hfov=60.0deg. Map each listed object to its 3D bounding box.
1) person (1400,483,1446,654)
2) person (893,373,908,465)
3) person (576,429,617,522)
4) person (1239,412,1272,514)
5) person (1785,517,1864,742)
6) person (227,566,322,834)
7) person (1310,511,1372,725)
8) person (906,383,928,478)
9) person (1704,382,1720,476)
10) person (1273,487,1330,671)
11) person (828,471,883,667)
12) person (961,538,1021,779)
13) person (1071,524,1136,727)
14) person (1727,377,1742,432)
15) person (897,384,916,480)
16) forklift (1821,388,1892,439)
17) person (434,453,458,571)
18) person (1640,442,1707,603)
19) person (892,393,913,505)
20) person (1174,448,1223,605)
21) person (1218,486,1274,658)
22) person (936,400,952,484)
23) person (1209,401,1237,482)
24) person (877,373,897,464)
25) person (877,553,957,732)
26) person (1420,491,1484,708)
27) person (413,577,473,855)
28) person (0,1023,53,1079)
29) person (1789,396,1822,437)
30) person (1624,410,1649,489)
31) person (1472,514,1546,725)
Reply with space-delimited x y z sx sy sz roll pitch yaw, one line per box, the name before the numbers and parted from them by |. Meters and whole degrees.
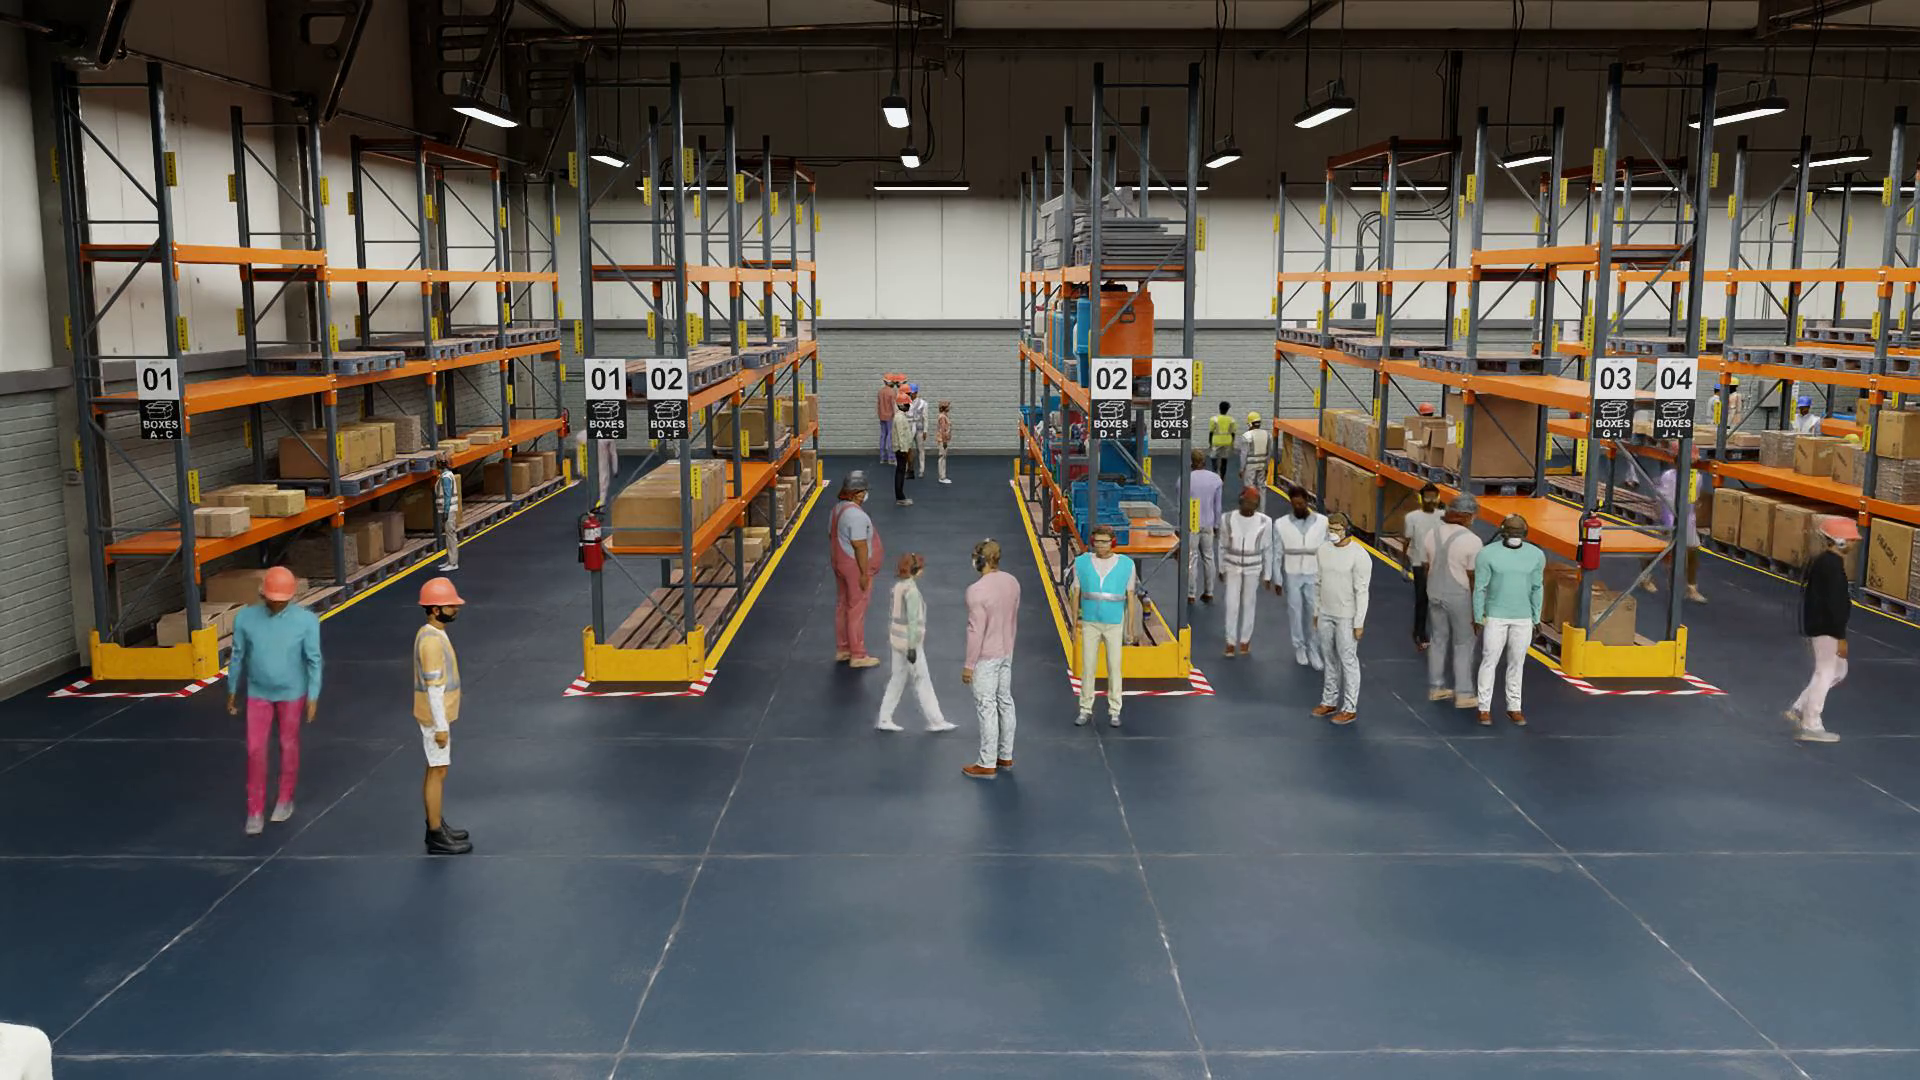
person | 5.053 0.311 17.845 0.516 1.827 0.957 -1 9 -7
person | -1.266 -2.624 36.173 0.376 1.995 0.612 1 9 7
person | -5.927 -1.152 27.114 0.655 1.879 0.867 1 9 7
person | 4.891 -1.216 27.655 0.587 1.828 0.404 -4 10 -25
person | 7.508 0.780 14.349 0.424 1.979 0.621 3 9 19
person | -4.990 1.150 12.063 0.693 1.937 0.813 -2 9 -13
person | 3.435 0.693 15.051 0.375 1.933 0.625 -5 10 -31
person | -0.948 -2.221 33.760 0.611 1.938 0.412 3 9 18
person | 15.528 -2.286 34.167 0.394 1.941 0.601 1 9 8
person | 3.528 0.398 17.085 0.624 1.879 0.810 1 9 4
person | -1.062 0.284 17.316 0.536 2.000 0.688 -4 10 -26
person | 0.234 0.948 13.371 0.371 1.941 0.627 6 11 35
person | 1.283 0.757 14.910 0.569 1.840 0.374 2 9 12
person | 16.656 -2.552 35.924 0.368 1.928 0.585 6 11 33
person | -1.081 -2.178 33.530 0.388 1.928 0.549 -1 9 -9
forklift | 20.072 -3.110 36.462 1.873 2.768 1.129 0 9 0
person | -7.080 -0.392 22.949 0.308 1.641 0.516 -3 9 -18
person | 9.007 -0.253 20.913 0.609 2.004 1.010 -2 9 -14
person | -1.022 -1.622 29.725 0.382 1.994 0.613 0 9 -2
person | 2.933 -0.165 20.555 0.627 1.933 0.371 -3 9 -20
person | 3.011 0.336 17.592 0.596 1.841 0.767 2 9 13
person | -0.316 -1.936 32.886 0.307 1.641 0.512 0 9 -1
person | 5.108 -1.868 32.360 0.544 1.674 0.368 0 9 1
person | -1.558 -2.653 36.367 0.392 1.991 0.613 -7 11 -39
person | -0.413 0.912 14.657 0.709 1.606 0.538 -3 9 -20
person | 4.690 0.545 15.640 0.537 2.000 0.686 -5 10 -31
person | -3.624 1.218 11.635 0.375 1.939 0.546 -3 9 -17
person | -3.423 2.224 5.786 0.530 1.747 0.668 -5 10 -30
person | 15.067 -1.608 29.787 0.614 1.947 0.388 8 12 40
person | 13.038 -1.888 32.014 0.515 1.822 0.969 -1 9 -7
person | 4.916 0.710 14.927 0.635 1.931 0.354 0 9 1
